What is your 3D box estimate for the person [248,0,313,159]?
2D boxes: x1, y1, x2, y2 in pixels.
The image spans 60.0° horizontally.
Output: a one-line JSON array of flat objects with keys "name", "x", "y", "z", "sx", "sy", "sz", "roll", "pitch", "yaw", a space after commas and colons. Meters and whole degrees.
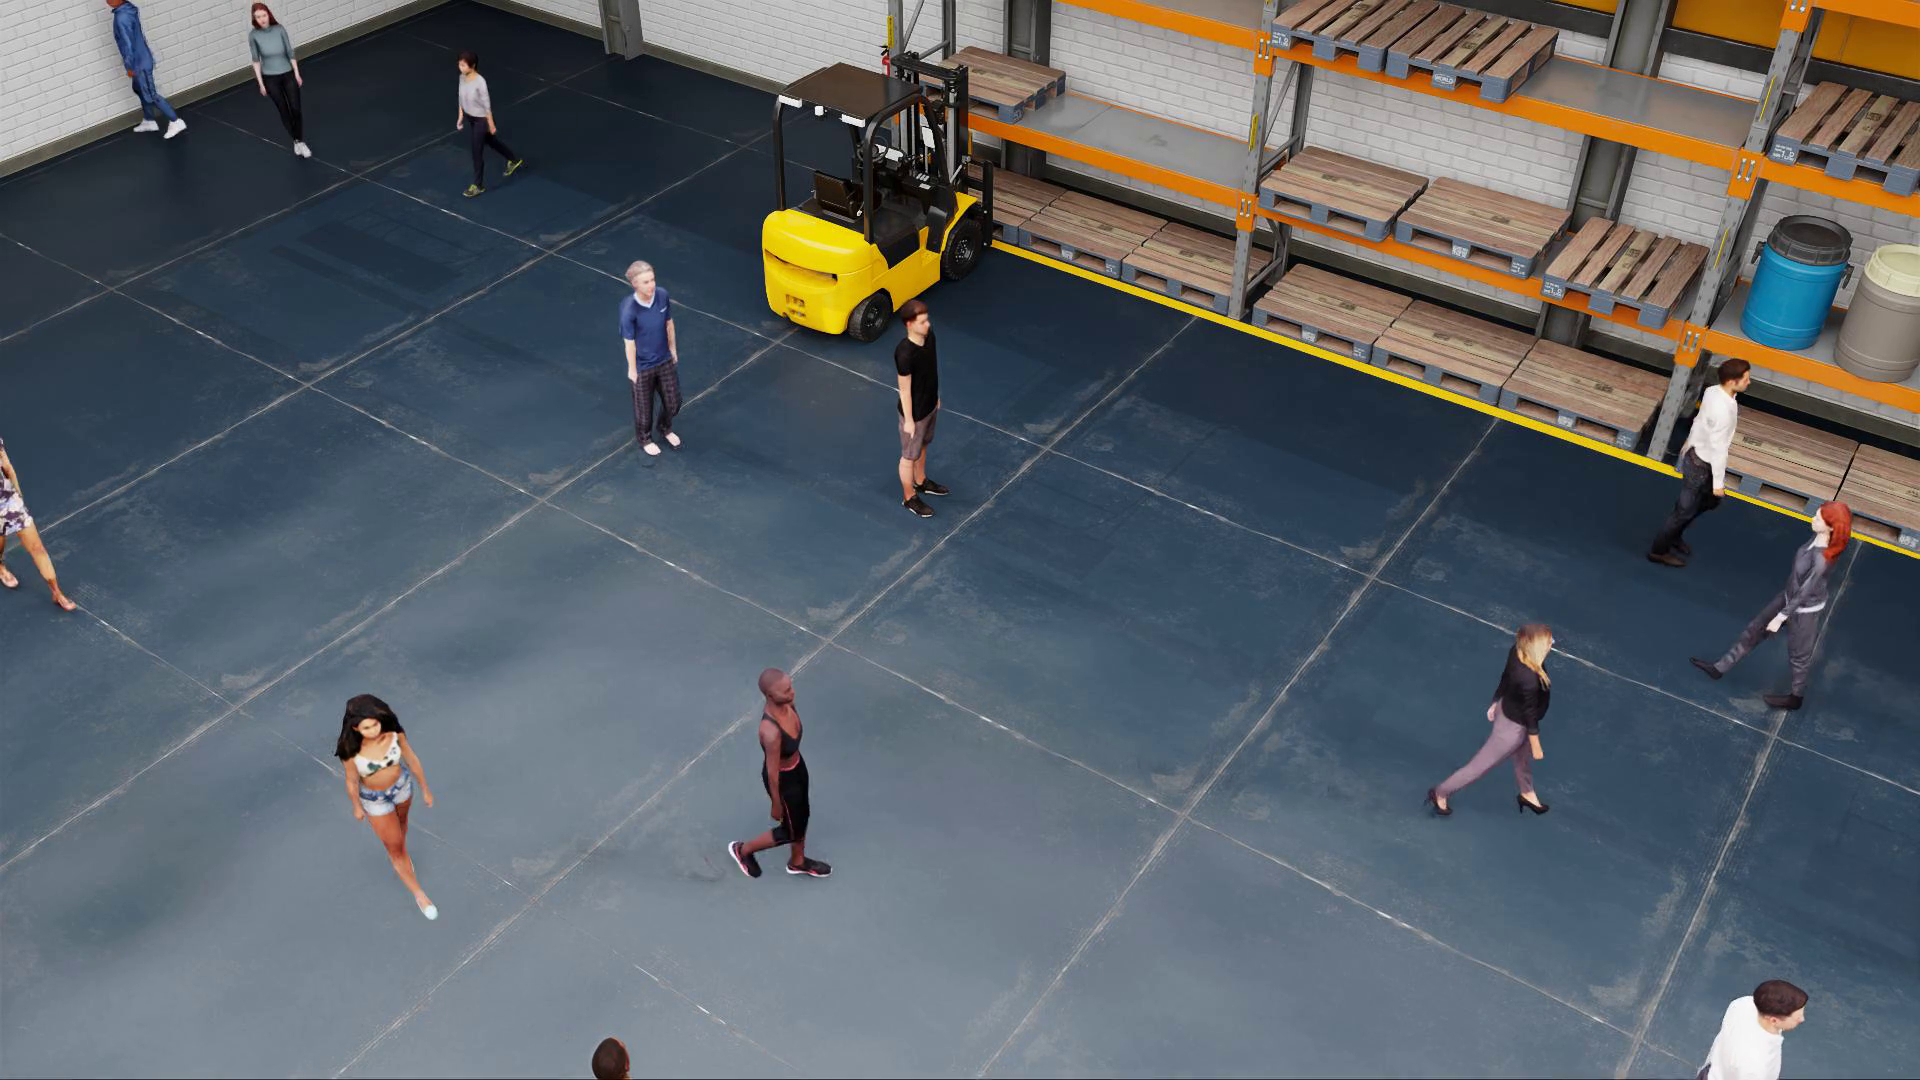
[{"name": "person", "x": -7.454, "y": -5.056, "z": 18.209, "sx": 0.759, "sy": 1.729, "sz": 0.811, "roll": -16, "pitch": 41, "yaw": -19}]

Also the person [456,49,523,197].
[{"name": "person", "x": -5.035, "y": -4.484, "z": 17.663, "sx": 1.024, "sy": 1.517, "sz": 0.723, "roll": 31, "pitch": 48, "yaw": 33}]

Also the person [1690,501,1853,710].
[{"name": "person", "x": 5.769, "y": 0.489, "z": 11.251, "sx": 1.063, "sy": 1.748, "sz": 0.774, "roll": 14, "pitch": 41, "yaw": 17}]

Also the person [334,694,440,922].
[{"name": "person", "x": -3.503, "y": 1.509, "z": 10.099, "sx": 0.734, "sy": 1.593, "sz": 1.016, "roll": -28, "pitch": 46, "yaw": -30}]

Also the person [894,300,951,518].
[{"name": "person", "x": -0.338, "y": -1.073, "z": 13.115, "sx": 0.645, "sy": 1.863, "sz": 0.711, "roll": 16, "pitch": 41, "yaw": 19}]

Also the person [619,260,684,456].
[{"name": "person", "x": -2.571, "y": -1.480, "z": 13.637, "sx": 0.745, "sy": 1.848, "sz": 0.761, "roll": -28, "pitch": 47, "yaw": -31}]

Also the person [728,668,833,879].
[{"name": "person", "x": -1.145, "y": 1.437, "z": 10.065, "sx": 0.956, "sy": 1.747, "sz": 0.819, "roll": 3, "pitch": 39, "yaw": 4}]

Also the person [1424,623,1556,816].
[{"name": "person", "x": 3.365, "y": 1.197, "z": 10.465, "sx": 1.123, "sy": 1.623, "sz": 0.886, "roll": 6, "pitch": 39, "yaw": 7}]

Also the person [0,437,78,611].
[{"name": "person", "x": -7.122, "y": -0.252, "z": 12.220, "sx": 1.094, "sy": 1.697, "sz": 0.600, "roll": 24, "pitch": 45, "yaw": 27}]

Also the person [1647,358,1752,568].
[{"name": "person", "x": 5.474, "y": -0.561, "z": 12.480, "sx": 0.707, "sy": 1.856, "sz": 0.730, "roll": 13, "pitch": 41, "yaw": 16}]

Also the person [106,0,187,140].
[{"name": "person", "x": -9.139, "y": -5.357, "z": 18.532, "sx": 0.989, "sy": 1.796, "sz": 0.941, "roll": -8, "pitch": 39, "yaw": -10}]

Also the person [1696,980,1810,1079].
[{"name": "person", "x": 3.721, "y": 2.770, "z": 8.315, "sx": 0.793, "sy": 1.848, "sz": 0.703, "roll": 15, "pitch": 41, "yaw": 18}]
